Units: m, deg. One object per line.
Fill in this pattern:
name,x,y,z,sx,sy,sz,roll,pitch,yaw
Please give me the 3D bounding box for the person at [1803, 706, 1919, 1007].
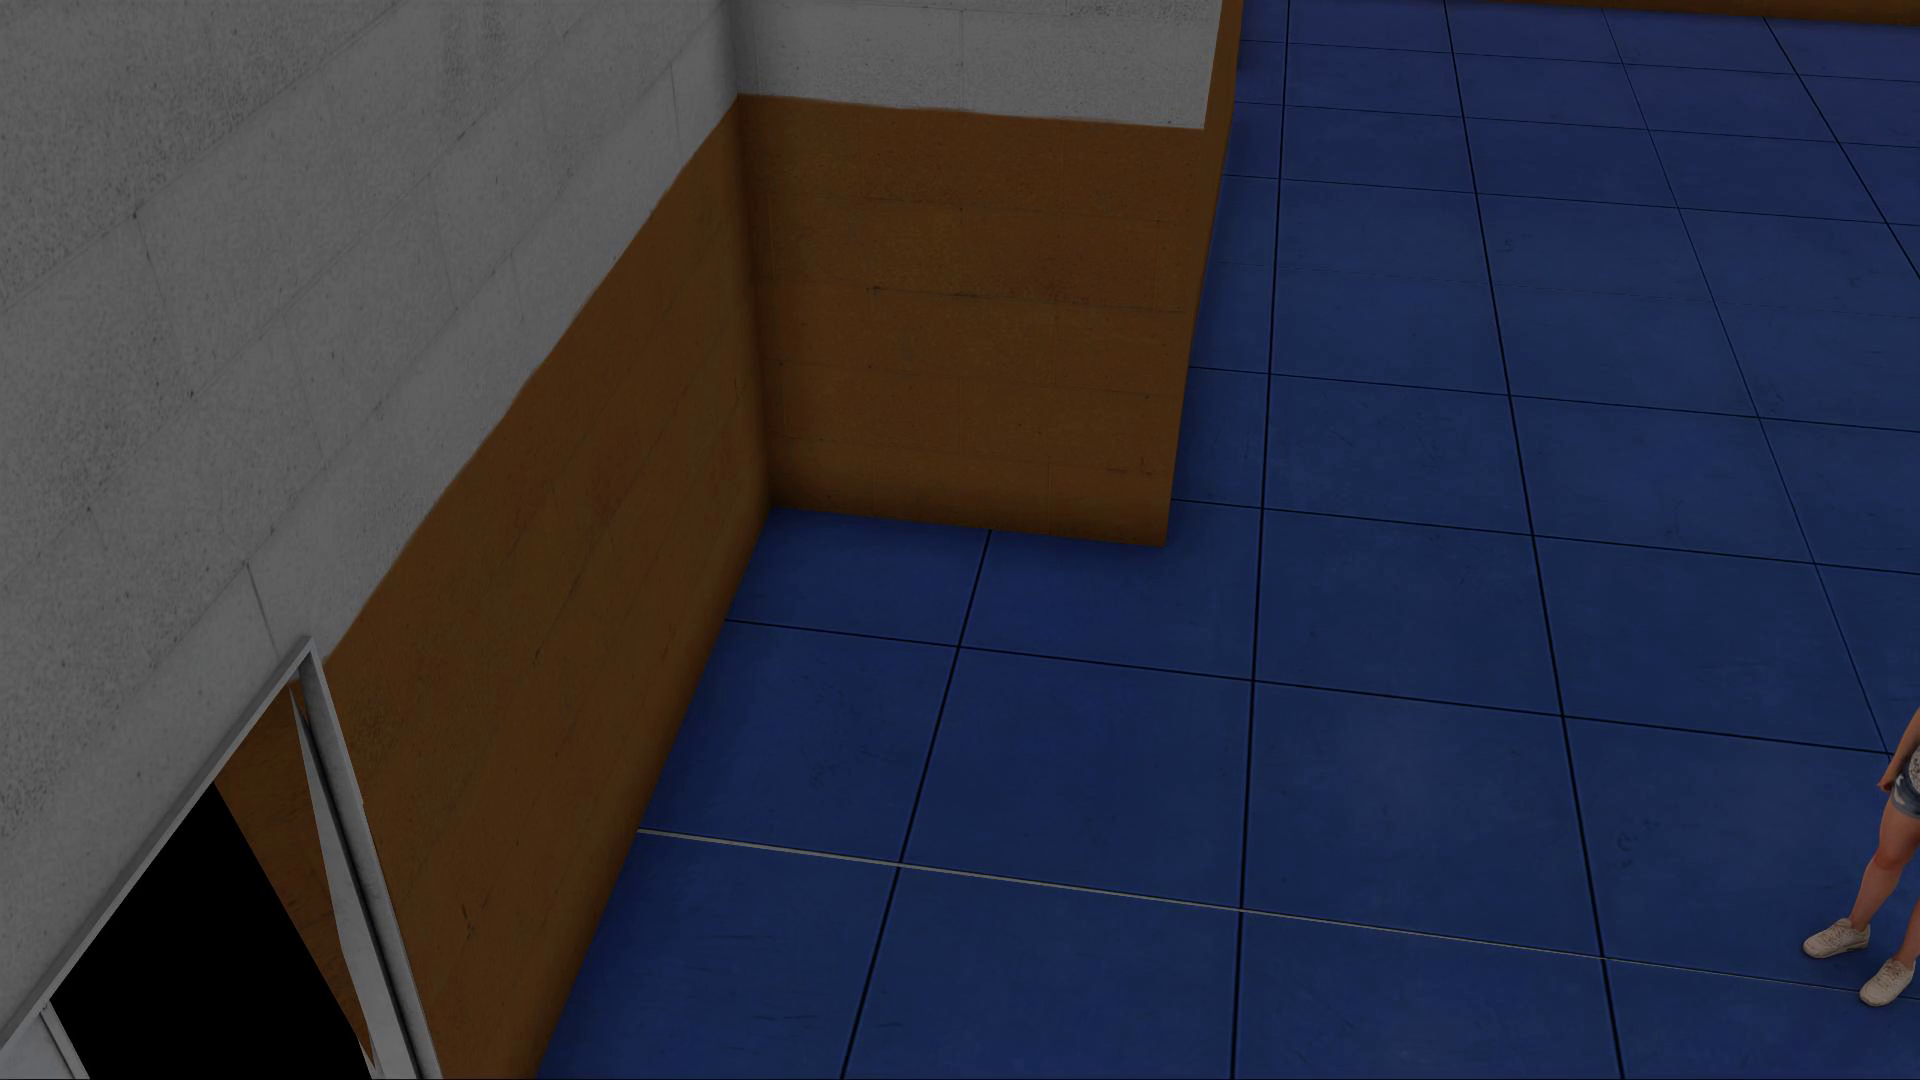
person,3.344,0.882,5.611,0.688,1.759,0.658,-17,40,-21
